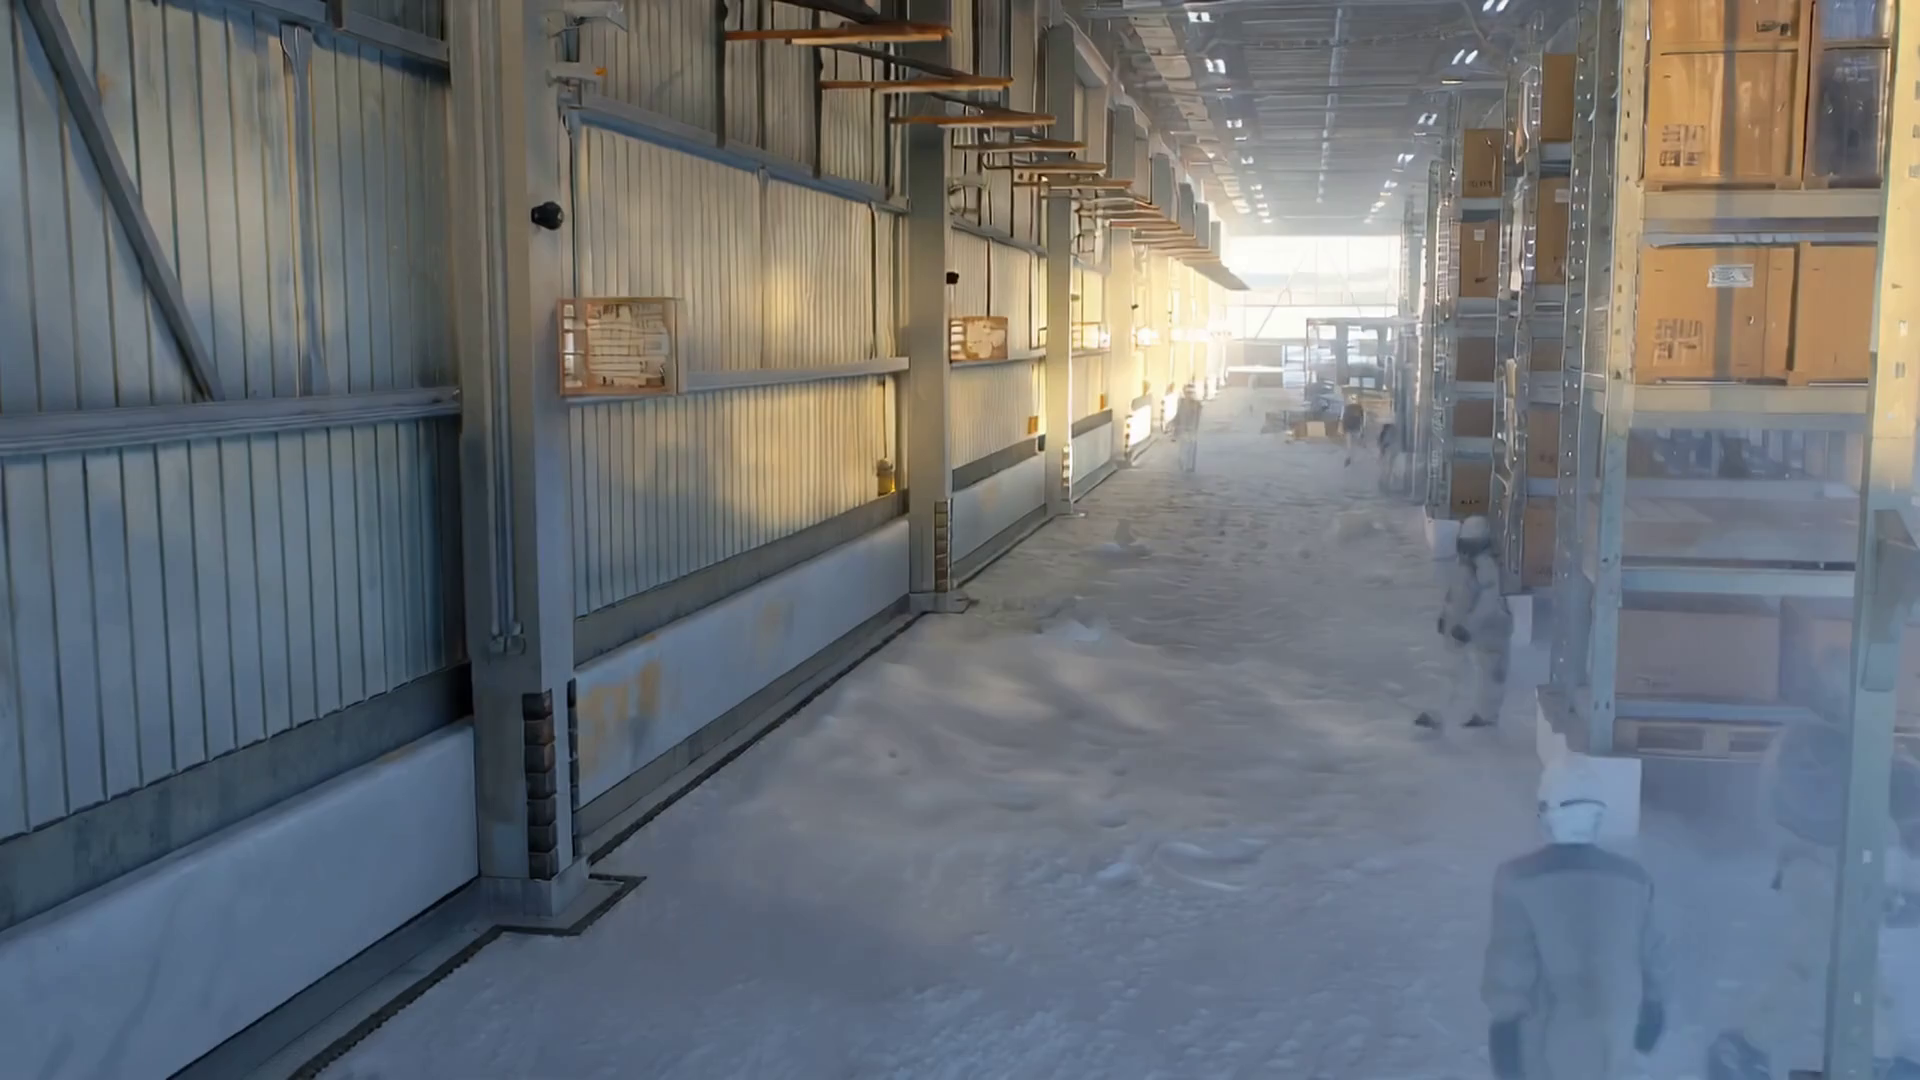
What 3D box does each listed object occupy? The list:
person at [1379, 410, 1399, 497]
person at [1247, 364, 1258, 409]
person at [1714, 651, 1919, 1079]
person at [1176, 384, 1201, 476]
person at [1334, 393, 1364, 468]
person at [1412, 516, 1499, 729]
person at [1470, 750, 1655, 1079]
[{"bbox_3d":[8.116,-1.641,31.468,0.313,1.636,0.517,0,7,3],"label":"person"},{"bbox_3d":[11.857,-6.233,67.465,0.563,1.833,0.373,-7,10,-42],"label":"person"},{"bbox_3d":[3.549,1.344,6.744,0.993,1.860,0.639,0,7,-1],"label":"person"},{"bbox_3d":[4.936,-2.379,35.947,0.397,1.992,0.623,-4,8,-30],"label":"person"},{"bbox_3d":[8.864,-2.494,37.962,0.648,1.705,0.889,4,8,30],"label":"person"},{"bbox_3d":[3.869,0.656,12.825,0.812,1.695,0.530,-4,8,-28],"label":"person"},{"bbox_3d":[1.999,1.561,5.455,0.558,1.730,0.760,-1,7,-10],"label":"person"}]
